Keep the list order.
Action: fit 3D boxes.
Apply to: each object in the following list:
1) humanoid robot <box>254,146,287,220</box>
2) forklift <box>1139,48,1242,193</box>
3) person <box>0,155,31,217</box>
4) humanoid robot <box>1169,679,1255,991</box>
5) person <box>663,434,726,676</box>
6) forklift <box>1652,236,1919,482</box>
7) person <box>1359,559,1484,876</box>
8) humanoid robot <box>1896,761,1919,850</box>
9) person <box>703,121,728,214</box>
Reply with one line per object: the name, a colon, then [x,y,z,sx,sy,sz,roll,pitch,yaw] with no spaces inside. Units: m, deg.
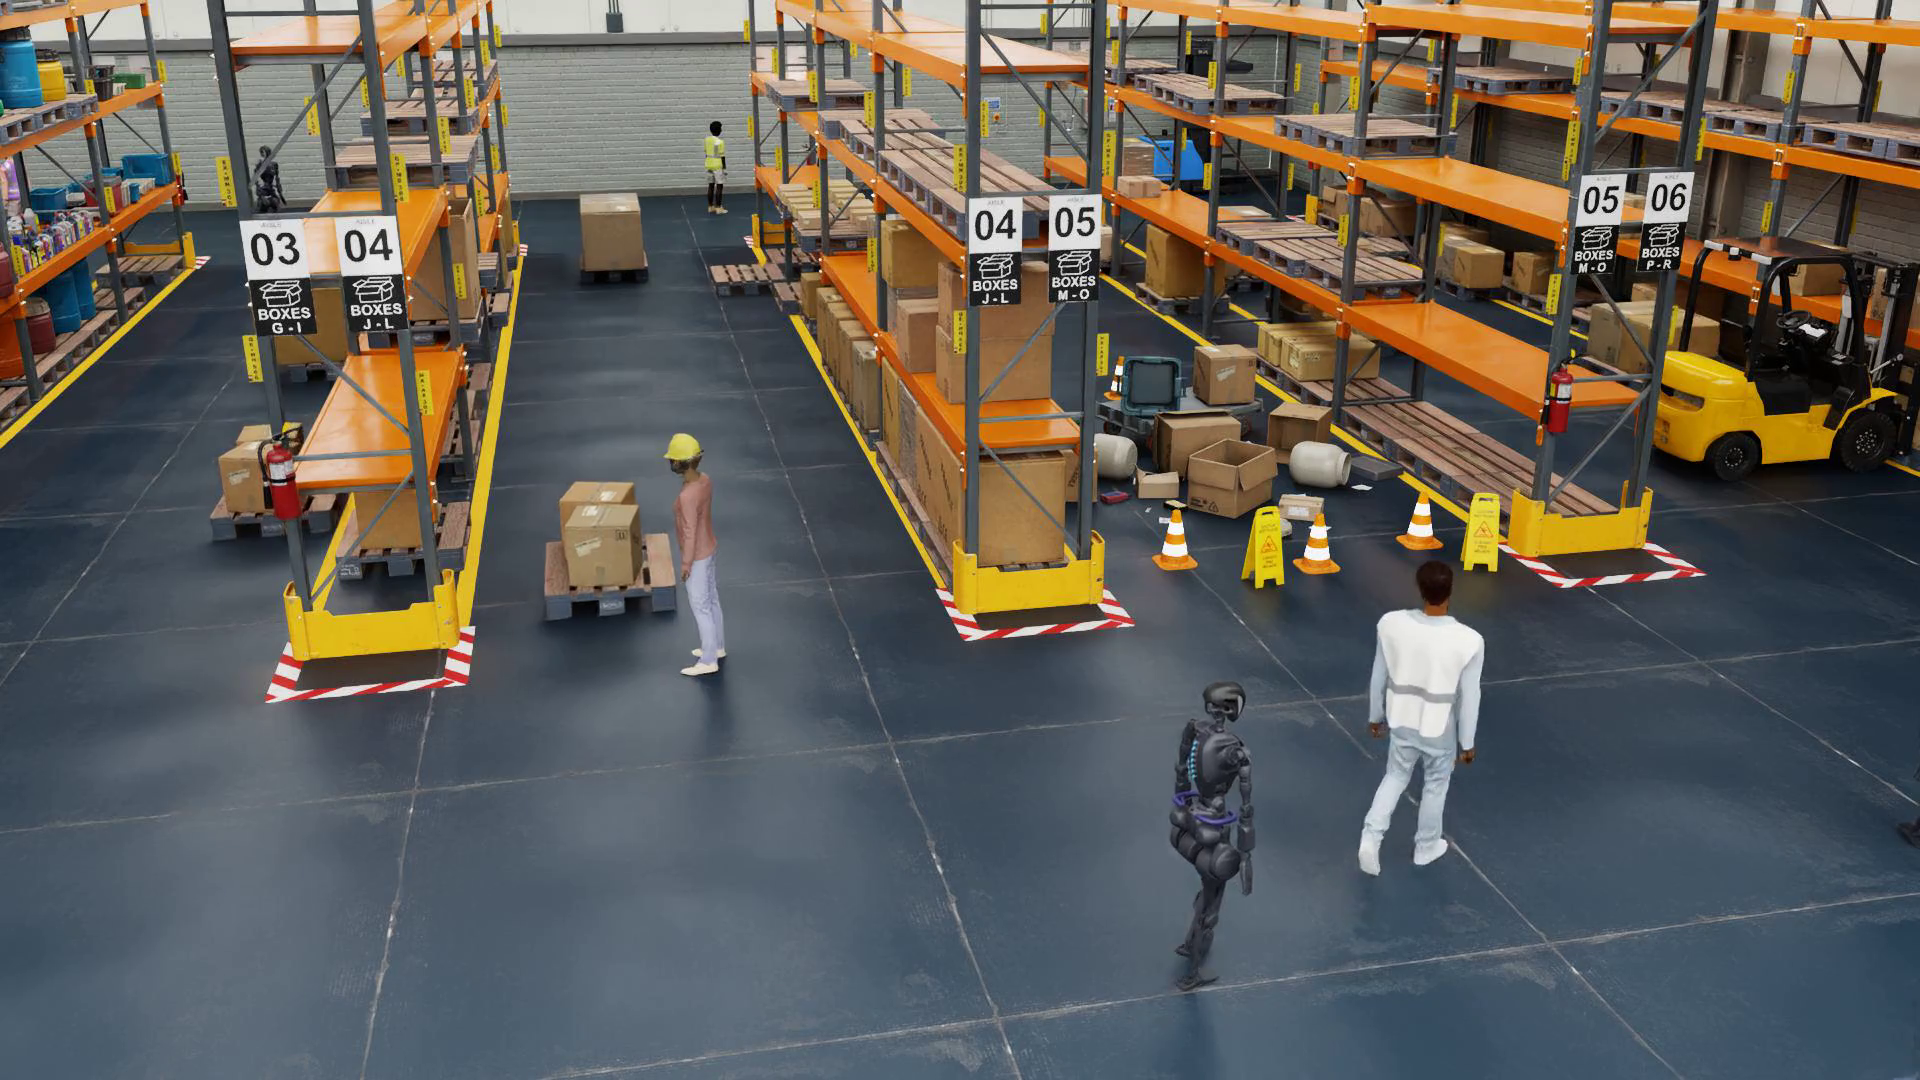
humanoid robot: [-11.525,-5.742,27.715,0.795,1.620,0.611,7,22,19]
forklift: [4.566,-8.313,32.860,1.873,2.768,1.129,-4,21,-12]
person: [-15.366,-5.560,27.140,0.348,1.688,0.492,11,23,26]
humanoid robot: [1.239,1.457,8.259,0.369,1.643,0.611,-11,23,-28]
person: [-1.895,0.100,11.791,0.338,1.764,0.533,2,20,6]
forklift: [8.013,-1.814,16.330,2.313,2.155,1.214,-4,21,-12]
person: [2.540,1.007,9.166,0.604,1.891,0.724,15,25,35]
humanoid robot: [5.627,1.123,9.242,0.607,1.620,0.817,-3,21,-8]
person: [-4.492,-6.846,30.598,0.538,1.686,0.320,17,26,38]
